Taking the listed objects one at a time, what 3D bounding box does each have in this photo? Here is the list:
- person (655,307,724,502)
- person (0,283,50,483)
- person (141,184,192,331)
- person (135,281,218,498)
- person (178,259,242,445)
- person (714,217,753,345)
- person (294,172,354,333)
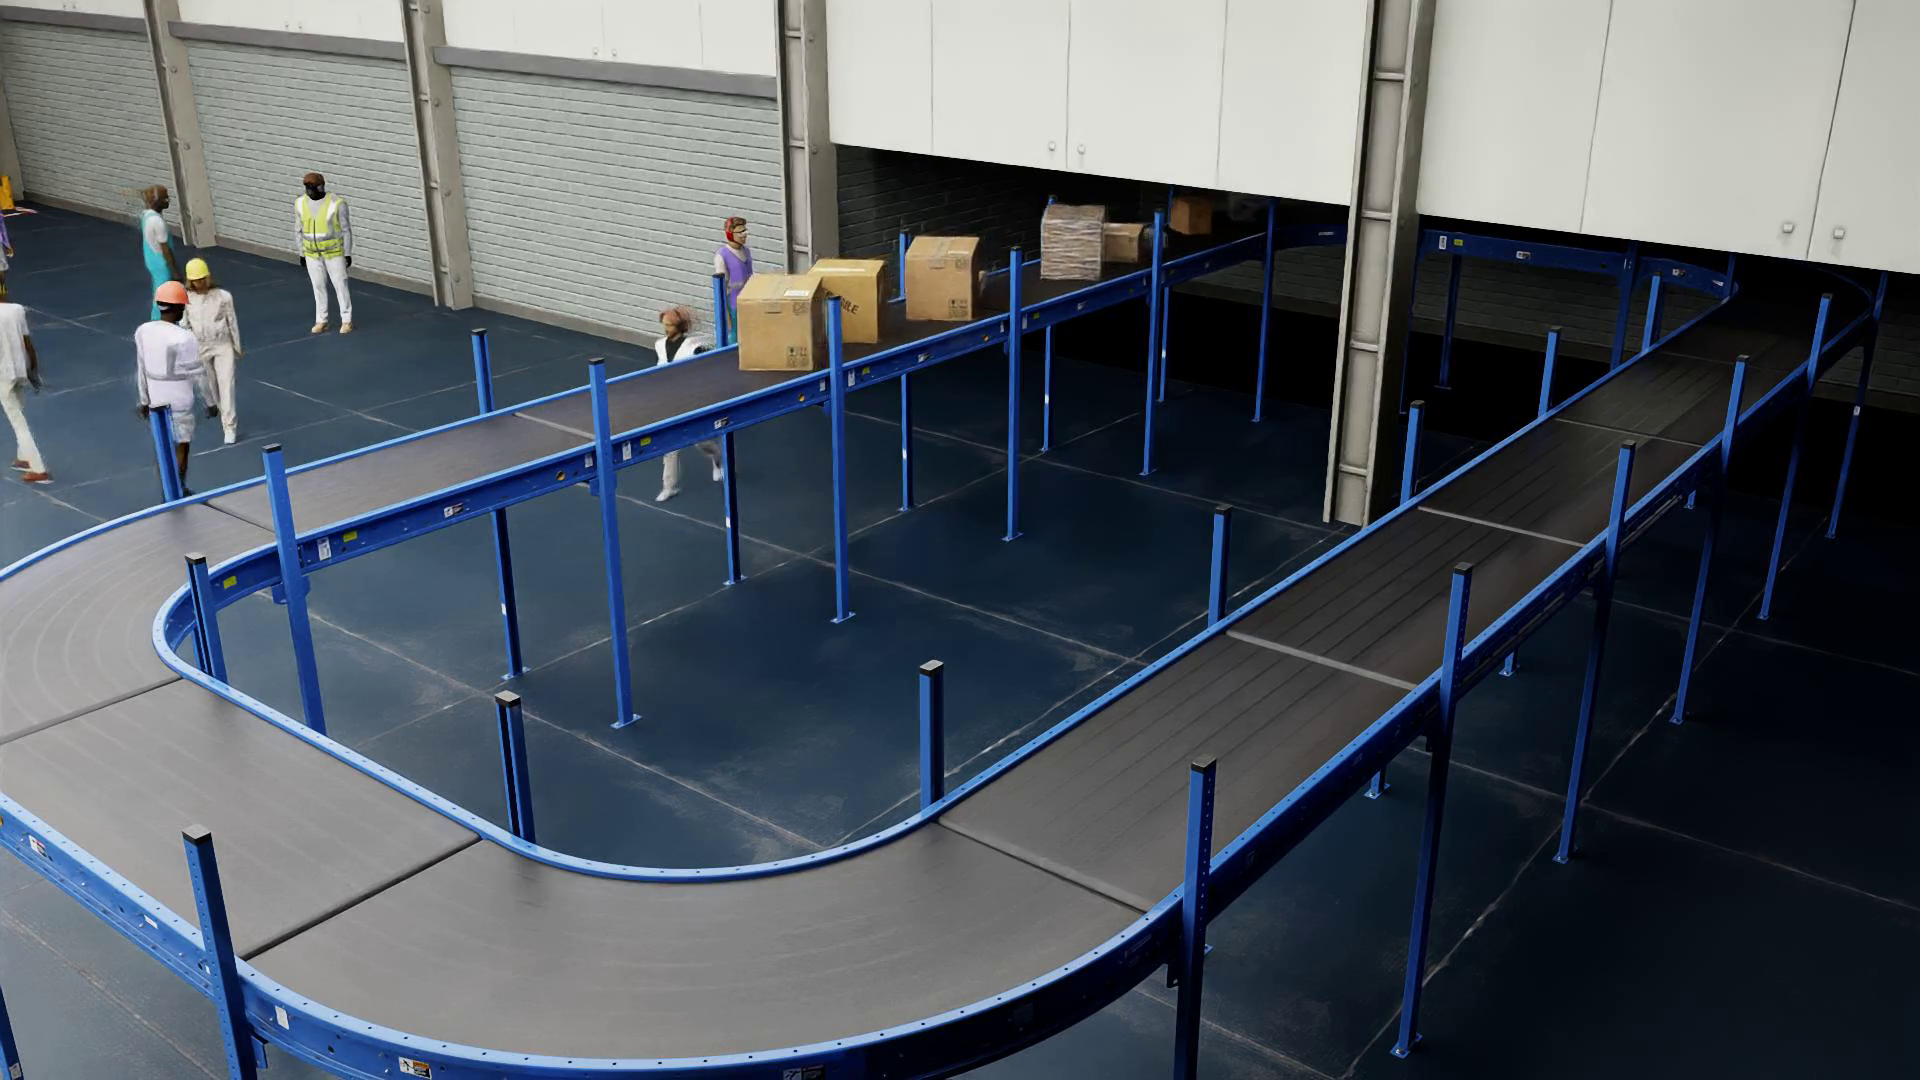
[{"bbox_3d":[-2.295,-1.177,13.961,0.507,1.616,0.734,11,24,25],"label":"person"},{"bbox_3d":[-8.222,-1.393,14.207,0.752,1.844,0.515,8,23,20],"label":"person"},{"bbox_3d":[-8.676,-3.006,18.349,0.823,1.810,0.538,-13,25,-30],"label":"person"},{"bbox_3d":[-6.341,-1.143,13.491,0.574,1.903,0.553,9,23,22],"label":"person"},{"bbox_3d":[-6.949,-1.807,15.464,0.493,1.700,0.840,-6,22,-16],"label":"person"},{"bbox_3d":[-2.218,-2.277,16.453,0.389,1.847,0.563,8,23,19],"label":"person"},{"bbox_3d":[-7.257,-3.273,18.996,0.629,1.840,0.429,1,22,3],"label":"person"}]
